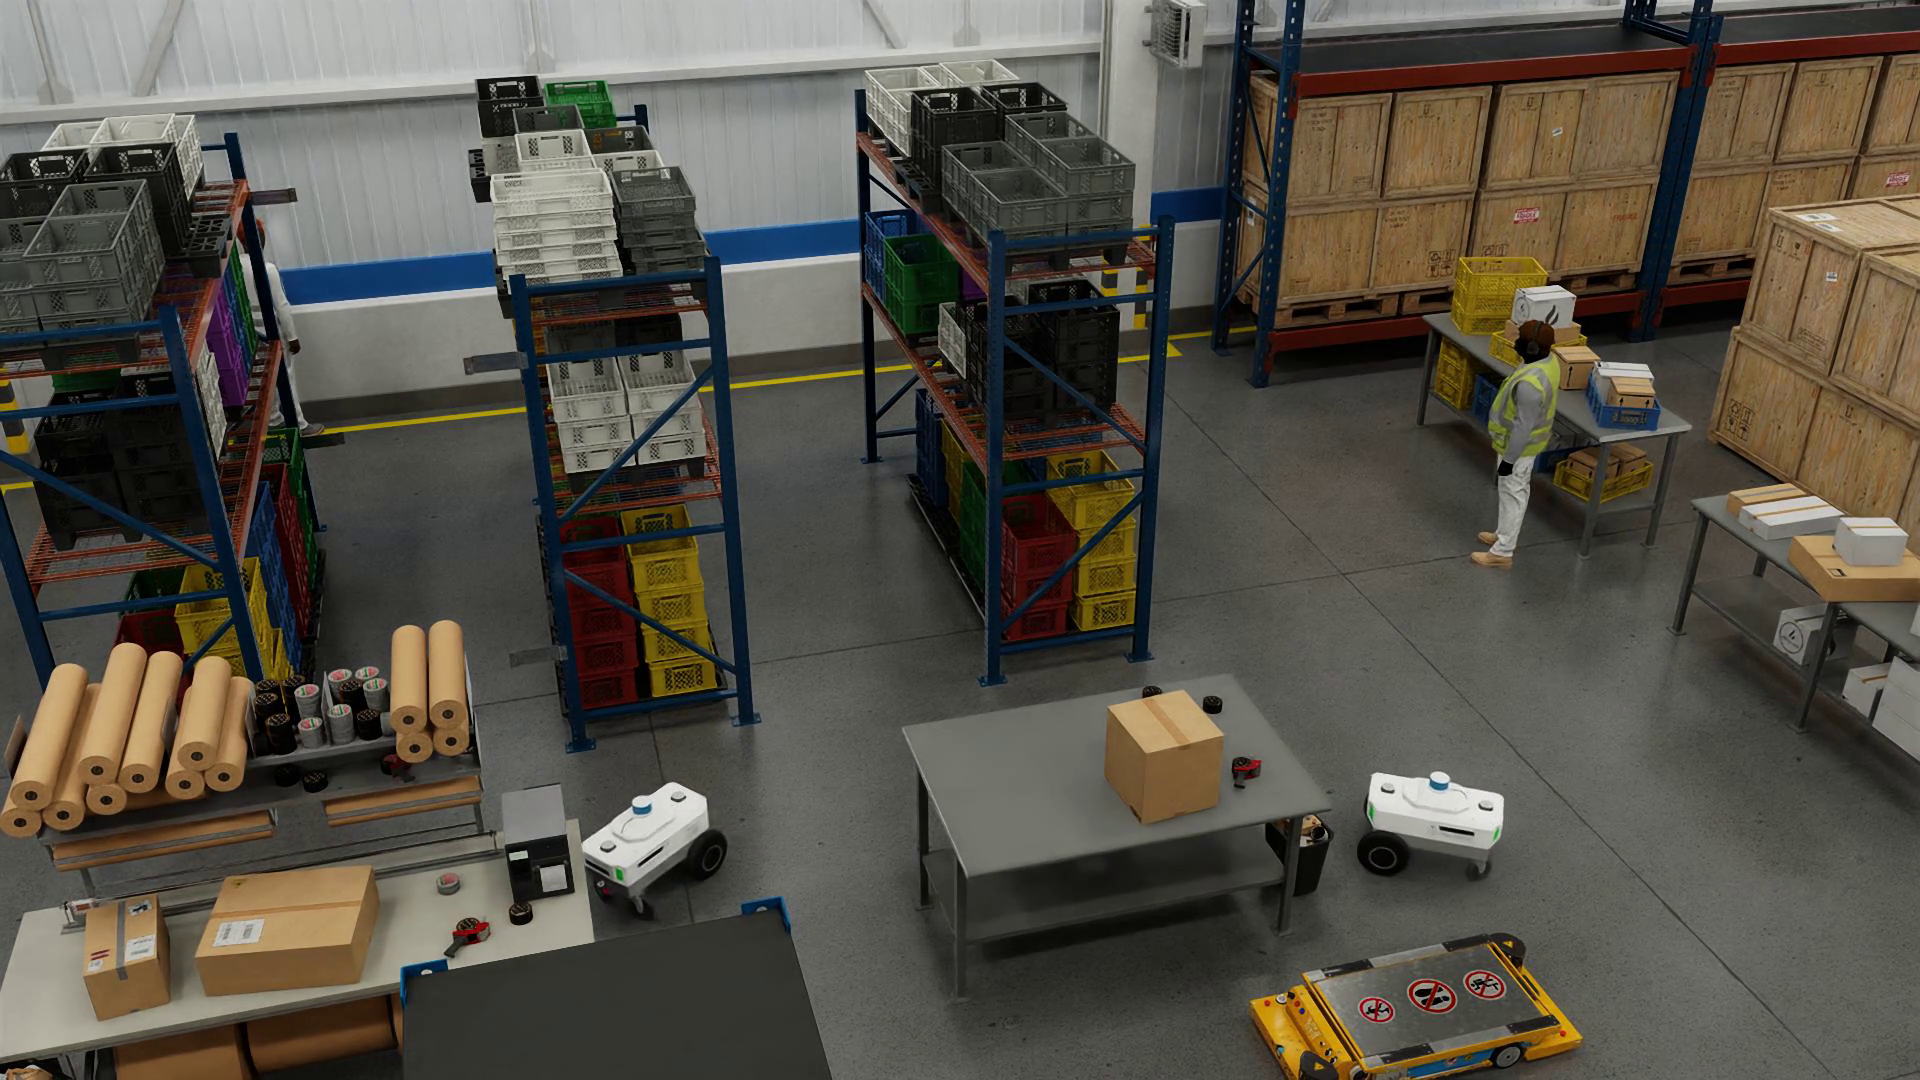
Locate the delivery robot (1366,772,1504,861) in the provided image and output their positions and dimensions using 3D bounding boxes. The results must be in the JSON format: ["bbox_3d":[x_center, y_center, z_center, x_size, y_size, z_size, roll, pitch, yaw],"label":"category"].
[{"bbox_3d":[2.581,1.484,9.047,0.707,0.478,0.477,8,30,15],"label":"delivery robot"}]

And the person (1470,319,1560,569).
[{"bbox_3d":[3.934,-0.684,11.758,0.429,1.844,0.625,13,31,23],"label":"person"}]

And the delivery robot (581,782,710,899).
[{"bbox_3d":[-1.676,1.584,8.864,0.477,0.478,0.707,19,34,31],"label":"delivery robot"}]

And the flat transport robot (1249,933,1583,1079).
[{"bbox_3d":[2.184,2.282,7.980,1.431,0.197,0.652,-8,30,-14],"label":"flat transport robot"}]

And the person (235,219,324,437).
[{"bbox_3d":[-5.633,-1.716,13.593,0.576,1.884,0.355,15,32,26],"label":"person"}]
